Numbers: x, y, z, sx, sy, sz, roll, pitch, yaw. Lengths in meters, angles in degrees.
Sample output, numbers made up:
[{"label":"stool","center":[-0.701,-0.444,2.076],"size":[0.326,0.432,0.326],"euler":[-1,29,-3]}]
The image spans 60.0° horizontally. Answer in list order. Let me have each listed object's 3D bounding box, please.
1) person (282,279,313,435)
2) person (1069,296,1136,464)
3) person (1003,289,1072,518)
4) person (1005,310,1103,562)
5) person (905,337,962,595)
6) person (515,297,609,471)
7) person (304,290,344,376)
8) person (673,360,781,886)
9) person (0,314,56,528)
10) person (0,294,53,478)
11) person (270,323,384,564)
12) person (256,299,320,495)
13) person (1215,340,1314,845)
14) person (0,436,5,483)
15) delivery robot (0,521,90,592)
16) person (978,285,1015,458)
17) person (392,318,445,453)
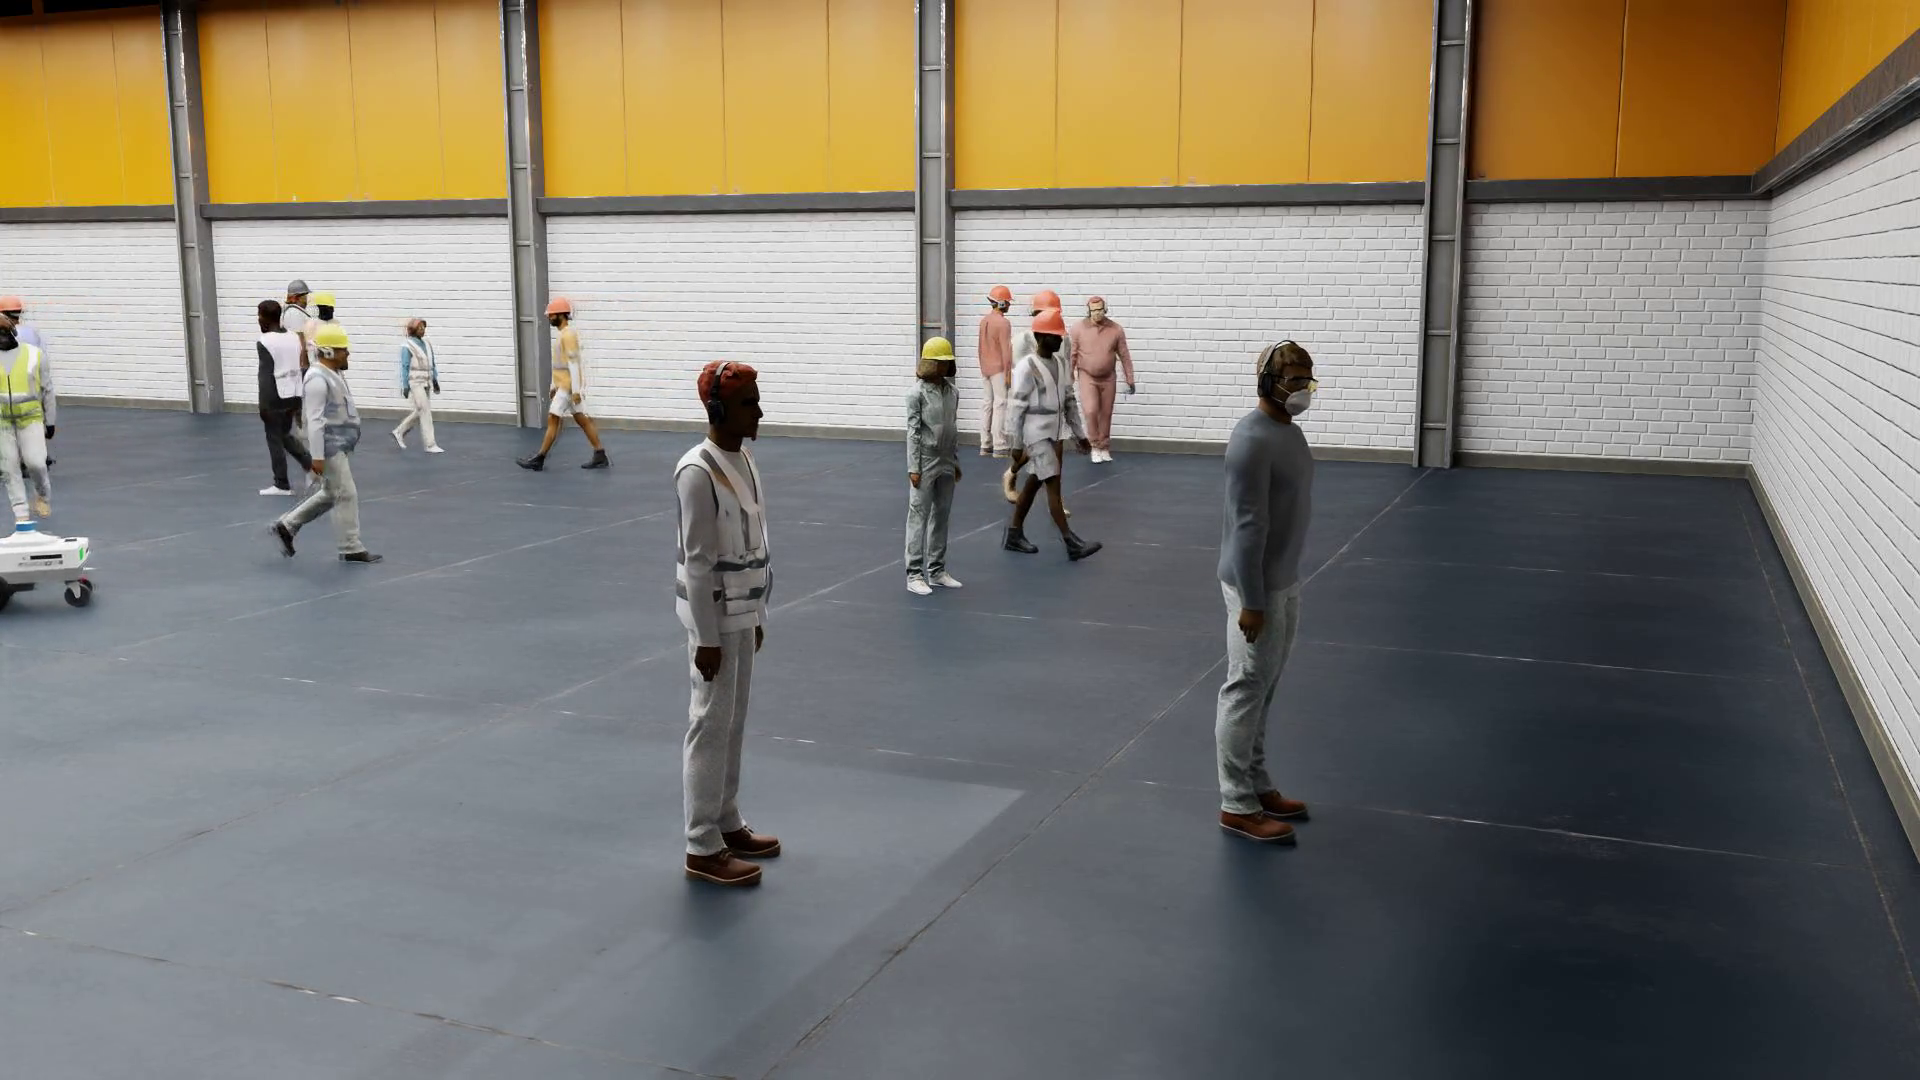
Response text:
[{"label":"person","center":[-8.598,-2.397,21.870],"size":[0.537,2.000,0.682],"euler":[-4,10,-24]},{"label":"person","center":[1.590,-1.792,18.679],"size":[0.790,1.871,0.677],"euler":[-1,9,-7]},{"label":"person","center":[0.701,-1.223,14.840],"size":[0.614,2.023,0.791],"euler":[-5,11,-30]},{"label":"person","center":[0.693,-0.791,12.596],"size":[0.979,1.882,0.555],"euler":[7,12,35]},{"label":"person","center":[-0.160,-0.508,11.319],"size":[0.322,1.742,0.493],"euler":[8,12,40]},{"label":"person","center":[-4.308,-1.685,18.037],"size":[1.016,1.880,0.570],"euler":[-3,10,-17]},{"label":"person","center":[-7.797,-2.116,20.541],"size":[0.416,1.912,0.620],"euler":[3,10,20]},{"label":"person","center":[-0.852,0.293,6.050],"size":[0.337,1.879,0.583],"euler":[2,9,9]},{"label":"person","center":[-8.015,-1.001,14.089],"size":[0.638,1.821,0.443],"euler":[-5,11,-27]},{"label":"person","center":[-9.856,-1.592,17.359],"size":[0.395,1.925,0.547],"euler":[2,10,11]},{"label":"person","center":[-4.746,-0.703,12.338],"size":[0.761,1.806,0.600],"euler":[-2,10,-10]},{"label":"person","center":[-6.535,-1.369,16.058],"size":[0.494,1.901,0.611],"euler":[2,10,11]},{"label":"person","center":[1.203,0.190,6.506],"size":[0.376,1.937,0.629],"euler":[4,10,24]},{"label":"person","center":[-6.950,-0.488,11.551],"size":[0.522,1.612,0.532],"euler":[2,10,12]},{"label":"delivery robot","center":[-6.062,0.122,10.812],"size":[0.707,0.478,0.477],"euler":[-4,10,-23]},{"label":"person","center":[0.444,-1.958,19.343],"size":[0.395,1.993,0.614],"euler":[-5,11,-28]},{"label":"person","center":[-6.498,-1.849,19.835],"size":[0.752,1.611,0.514],"euler":[3,10,15]}]
